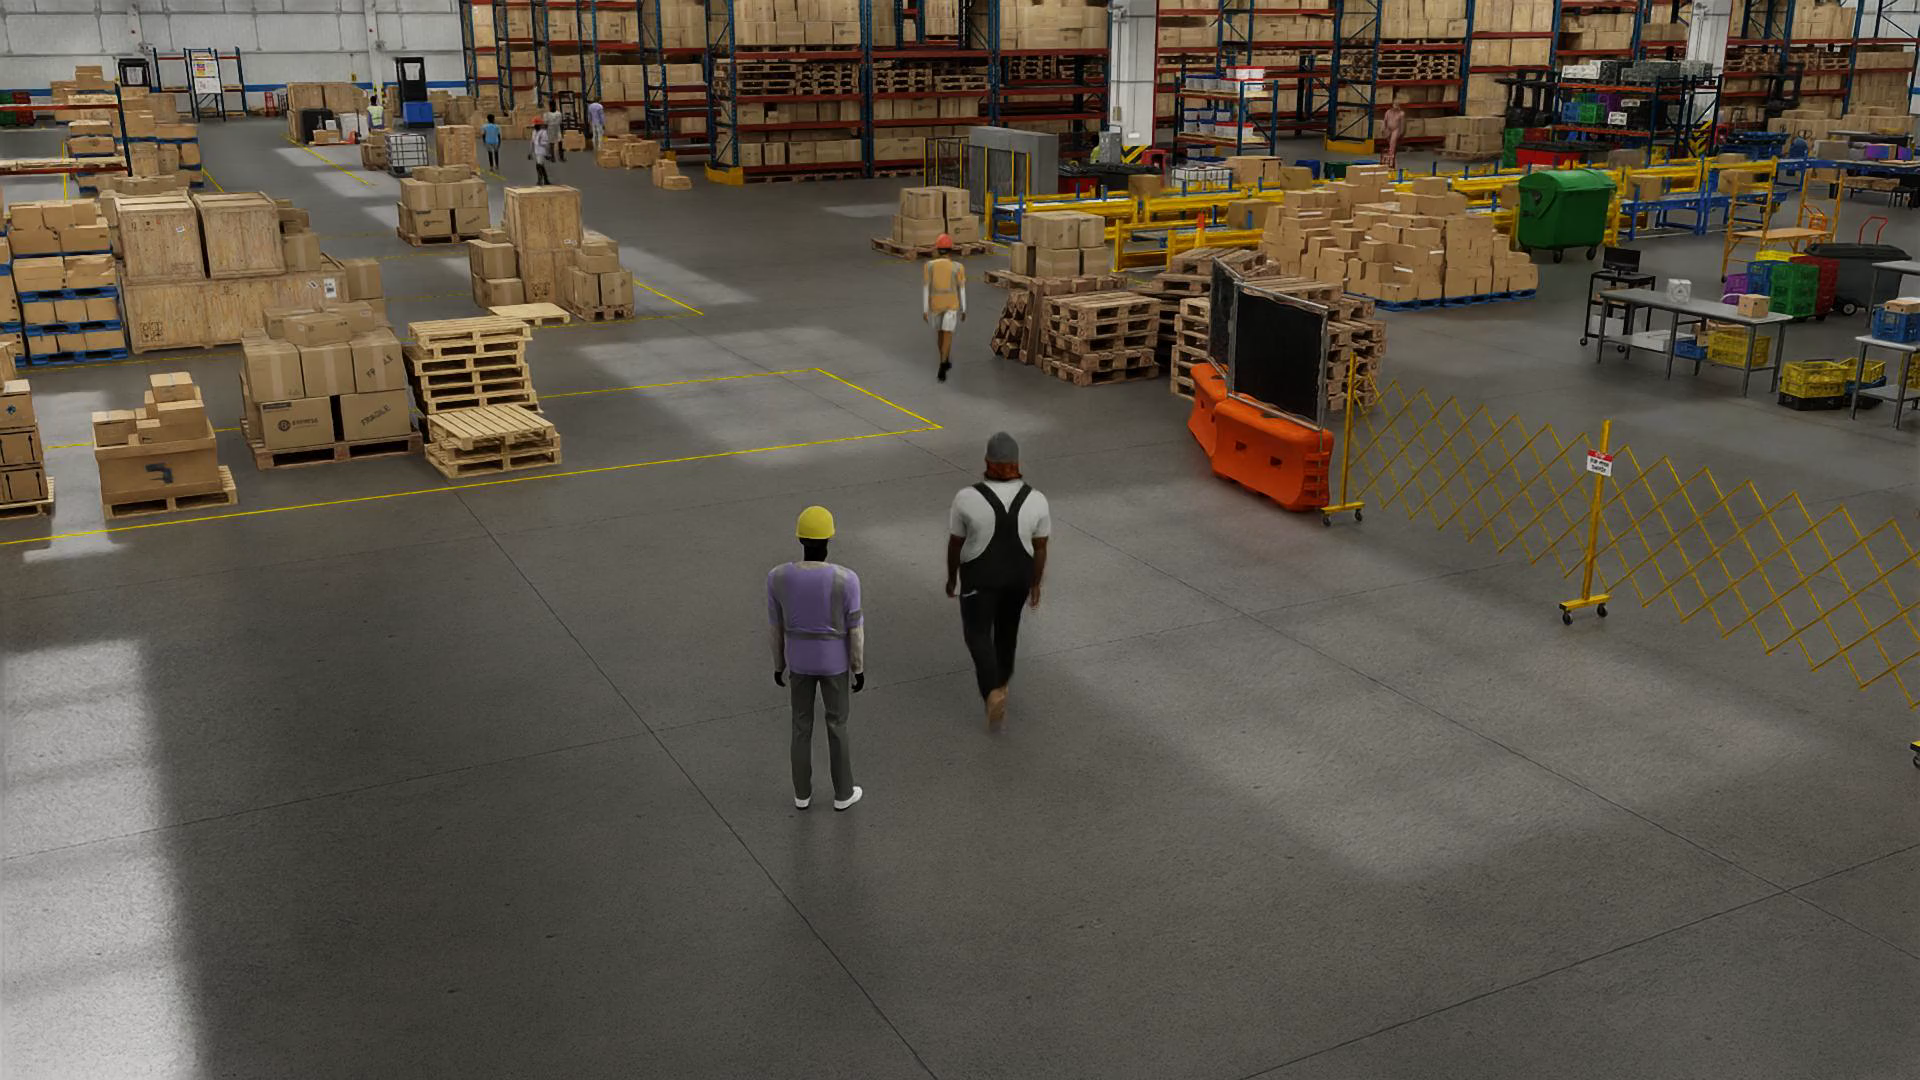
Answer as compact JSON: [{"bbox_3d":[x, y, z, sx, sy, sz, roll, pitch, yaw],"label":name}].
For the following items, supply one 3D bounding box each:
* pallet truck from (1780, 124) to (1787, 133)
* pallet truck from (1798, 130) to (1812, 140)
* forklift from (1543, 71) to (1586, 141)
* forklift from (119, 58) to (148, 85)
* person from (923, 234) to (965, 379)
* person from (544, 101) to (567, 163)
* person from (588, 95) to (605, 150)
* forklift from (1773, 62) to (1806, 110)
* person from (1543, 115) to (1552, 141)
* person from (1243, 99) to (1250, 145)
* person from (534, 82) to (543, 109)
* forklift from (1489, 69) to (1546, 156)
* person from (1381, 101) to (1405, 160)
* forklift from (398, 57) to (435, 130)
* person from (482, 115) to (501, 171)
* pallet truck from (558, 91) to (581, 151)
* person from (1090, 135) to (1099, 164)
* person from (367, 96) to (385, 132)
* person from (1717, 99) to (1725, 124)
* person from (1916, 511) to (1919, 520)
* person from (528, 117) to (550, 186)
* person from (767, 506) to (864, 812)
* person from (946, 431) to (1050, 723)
[{"bbox_3d":[25.206,-12.542,52.601,1.601,1.201,0.680,0,18,-2],"label":"pallet truck"},{"bbox_3d":[25.526,-11.556,49.408,1.630,1.274,0.653,-9,20,-26],"label":"pallet truck"},{"bbox_3d":[18.685,-13.231,52.085,1.873,2.768,1.129,-9,20,-26],"label":"forklift"},{"bbox_3d":[-32.353,-17.503,65.400,1.129,2.768,1.873,-9,20,-26],"label":"forklift"},{"bbox_3d":[-0.214,-3.116,22.133,0.552,1.898,0.983,3,18,10],"label":"person"},{"bbox_3d":[-12.744,-12.843,52.413,0.629,1.918,0.968,-10,20,-27],"label":"person"},{"bbox_3d":[-12.174,-13.966,55.900,0.628,1.935,0.373,11,21,31],"label":"person"},{"bbox_3d":[30.288,-16.079,60.963,1.873,2.768,1.129,-9,20,-26],"label":"forklift"},{"bbox_3d":[17.462,-11.764,49.433,0.455,1.682,0.554,5,18,15],"label":"person"},{"bbox_3d":[10.171,-14.918,59.419,0.527,1.582,0.871,-15,23,-39],"label":"person"},{"bbox_3d":[-16.956,-17.677,67.403,0.779,1.965,0.630,-8,20,-24],"label":"person"},{"bbox_3d":[18.528,-13.948,54.319,1.873,2.768,1.129,-9,20,-26],"label":"forklift"},{"bbox_3d":[14.021,-13.249,53.783,0.642,1.864,0.959,11,21,31],"label":"person"},{"bbox_3d":[-22.000,-18.030,67.046,1.129,2.768,1.873,-9,20,-26],"label":"forklift"},{"bbox_3d":[-14.128,-12.000,50.233,0.545,1.653,0.889,-5,19,-16],"label":"person"},{"bbox_3d":[-13.495,-14.412,57.188,0.823,1.965,1.885,-3,18,-9],"label":"pallet truck"},{"bbox_3d":[3.427,-9.338,41.857,0.321,1.695,0.529,2,18,5],"label":"person"},{"bbox_3d":[-19.455,-13.819,55.463,0.391,1.922,0.593,15,23,39],"label":"person"},{"bbox_3d":[24.328,-13.238,53.637,0.649,1.922,0.697,17,24,42],"label":"person"},{"bbox_3d":[9.448,-0.911,15.369,0.593,1.838,0.976,-8,20,-24],"label":"person"},{"bbox_3d":[-11.454,-10.463,45.020,0.570,1.901,0.780,16,24,41],"label":"person"},{"bbox_3d":[-0.862,0.728,10.098,0.586,1.928,0.369,3,18,8],"label":"person"},{"bbox_3d":[0.268,0.229,11.475,0.685,2.000,0.884,-4,18,-14],"label":"person"}]
